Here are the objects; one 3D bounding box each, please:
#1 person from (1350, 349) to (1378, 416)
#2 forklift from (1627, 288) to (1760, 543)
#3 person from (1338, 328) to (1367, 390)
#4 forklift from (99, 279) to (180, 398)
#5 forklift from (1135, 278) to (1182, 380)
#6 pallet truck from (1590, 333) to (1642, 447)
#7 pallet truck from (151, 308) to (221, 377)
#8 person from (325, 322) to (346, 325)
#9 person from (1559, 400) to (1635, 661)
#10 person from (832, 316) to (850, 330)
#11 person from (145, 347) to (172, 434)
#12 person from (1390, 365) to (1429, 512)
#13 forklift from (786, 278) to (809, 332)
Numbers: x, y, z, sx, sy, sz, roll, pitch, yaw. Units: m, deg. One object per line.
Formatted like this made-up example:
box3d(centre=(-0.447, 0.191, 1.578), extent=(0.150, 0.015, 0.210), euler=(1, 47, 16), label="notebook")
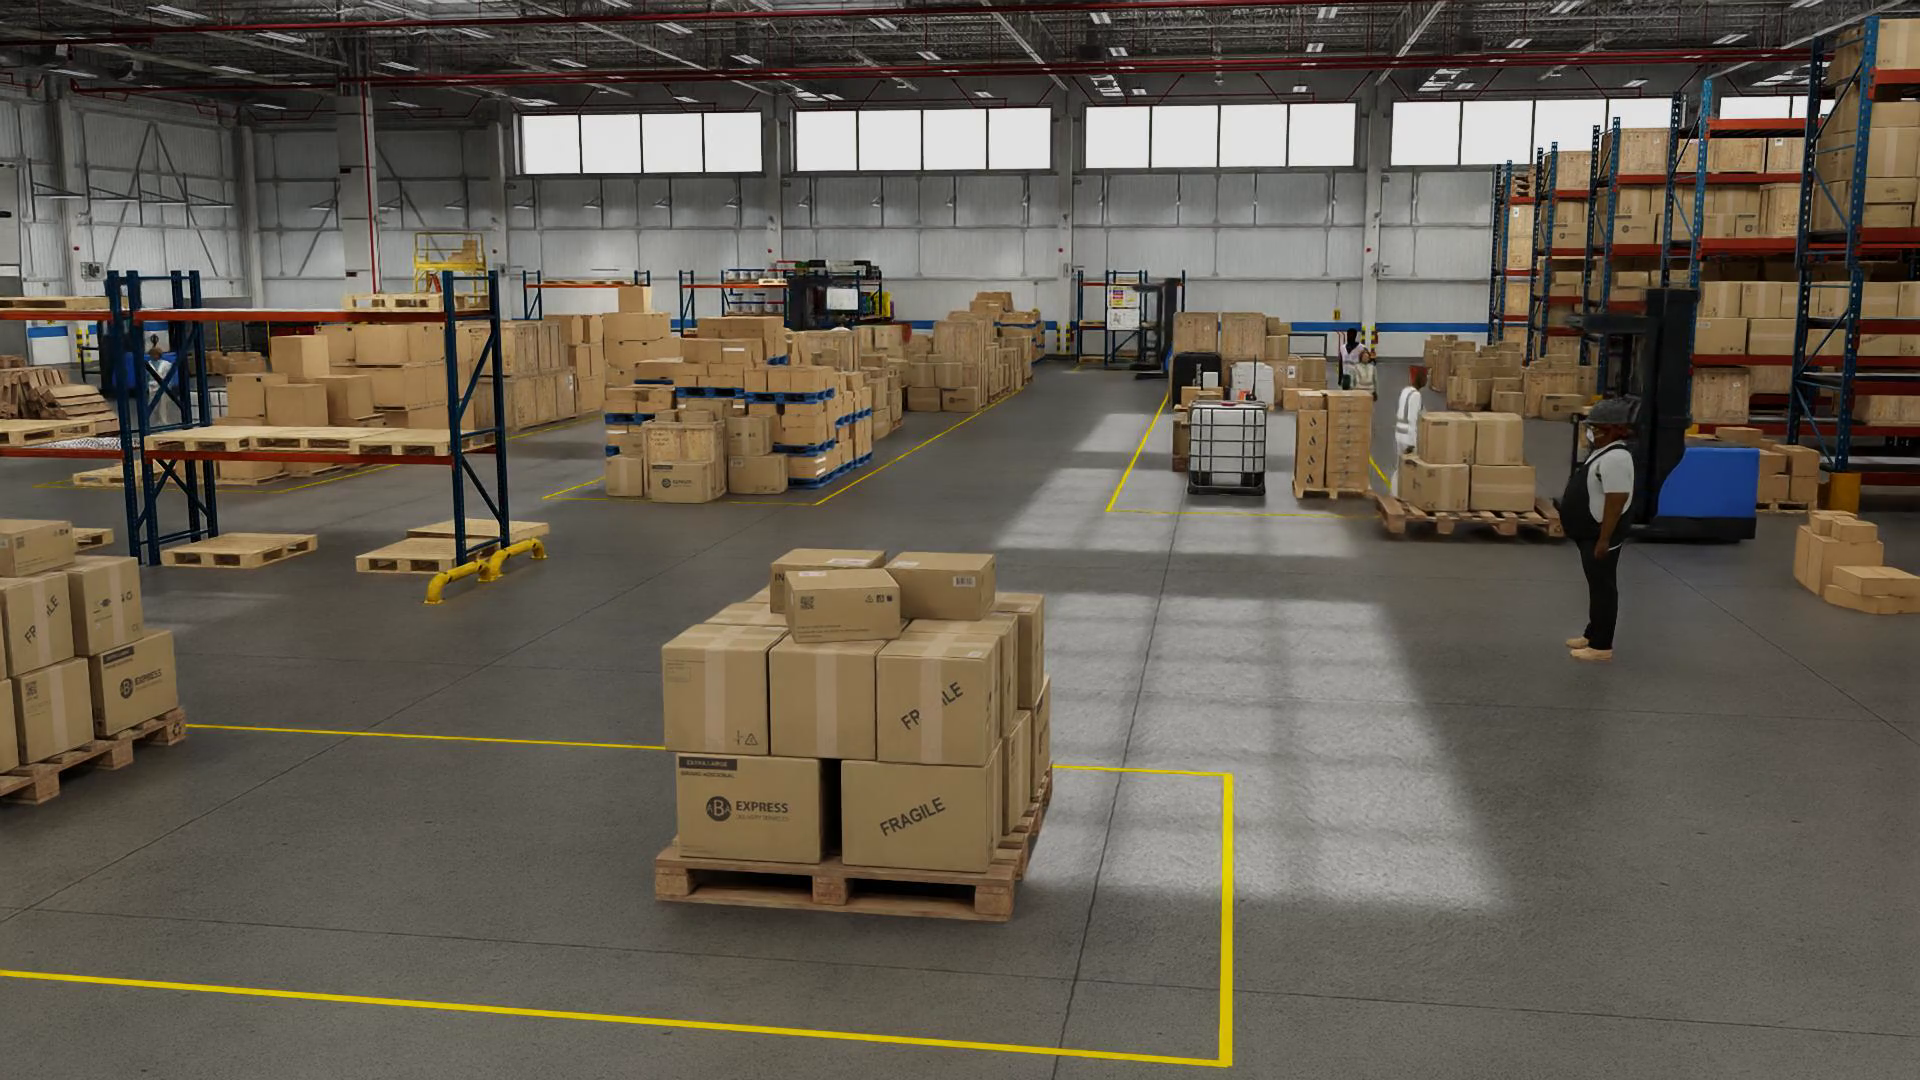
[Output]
box3d(centre=(7.255, -2.628, 29.976), extent=(0.527, 1.621, 0.506), euler=(-2, 9, -11), label="person")
box3d(centre=(7.949, -1.435, 18.765), extent=(1.873, 2.768, 1.129), euler=(1, 9, 9), label="forklift")
box3d(centre=(7.713, -3.208, 32.694), extent=(0.385, 1.911, 0.592), euler=(-8, 12, -42), label="person")
box3d(centre=(-19.539, -4.719, 39.020), extent=(1.873, 2.768, 1.129), euler=(1, 9, 9), label="forklift")
box3d(centre=(5.815, -5.816, 45.787), extent=(1.873, 2.768, 1.129), euler=(1, 9, 9), label="forklift")
box3d(centre=(11.253, -2.573, 28.499), extent=(0.823, 1.965, 1.885), euler=(5, 10, 27), label="pallet truck")
box3d(centre=(-21.869, -5.598, 47.154), extent=(0.823, 1.965, 1.885), euler=(4, 10, 26), label="pallet truck")
box3d(centre=(-17.783, -5.586, 47.455), extent=(0.620, 1.876, 1.070), euler=(-4, 10, -23), label="person")
box3d(centre=(4.970, -0.085, 13.021), extent=(0.539, 2.000, 0.689), euler=(3, 10, 16), label="person")
box3d(centre=(-2.849, -4.420, 40.073), extent=(0.635, 1.937, 0.352), euler=(3, 10, 20), label="person")
box3d(centre=(-14.904, -2.777, 30.916), extent=(0.512, 1.623, 0.373), euler=(-2, 9, -13), label="person")
box3d(centre=(5.705, -1.252, 20.756), extent=(0.699, 1.861, 0.599), euler=(0, 9, -2), label="person")
box3d(centre=(-4.121, -5.265, 42.387), extent=(1.873, 2.768, 1.129), euler=(1, 9, 9), label="forklift")
